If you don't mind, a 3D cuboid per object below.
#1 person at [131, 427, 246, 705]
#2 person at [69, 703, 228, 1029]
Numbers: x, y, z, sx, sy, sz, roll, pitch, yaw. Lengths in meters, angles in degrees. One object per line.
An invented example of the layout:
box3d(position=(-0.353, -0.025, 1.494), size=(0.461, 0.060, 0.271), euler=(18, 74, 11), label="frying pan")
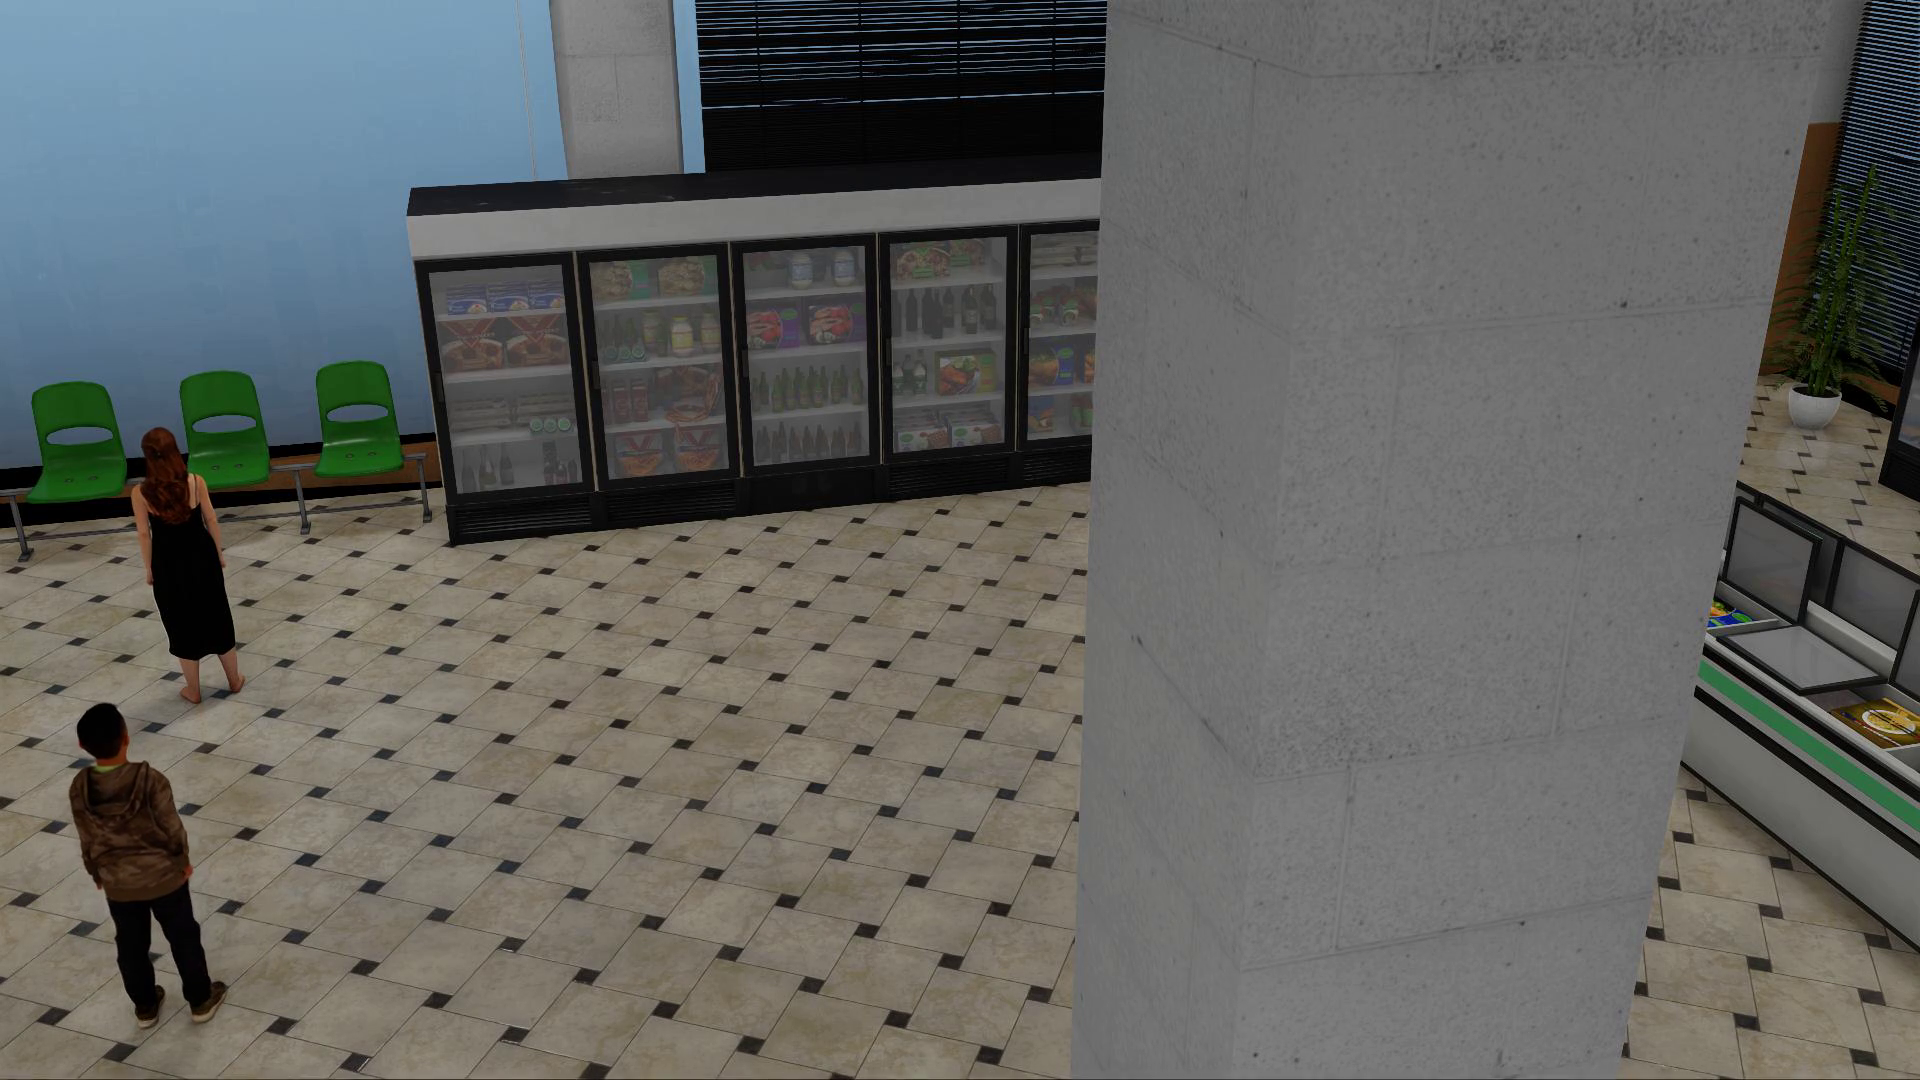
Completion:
box3d(position=(-4.310, 0.142, 9.250), size=(0.641, 1.626, 0.659), euler=(-14, 27, -30), label="person")
box3d(position=(-3.335, 1.334, 6.740), size=(0.603, 1.454, 0.602), euler=(-2, 24, -5), label="person")
